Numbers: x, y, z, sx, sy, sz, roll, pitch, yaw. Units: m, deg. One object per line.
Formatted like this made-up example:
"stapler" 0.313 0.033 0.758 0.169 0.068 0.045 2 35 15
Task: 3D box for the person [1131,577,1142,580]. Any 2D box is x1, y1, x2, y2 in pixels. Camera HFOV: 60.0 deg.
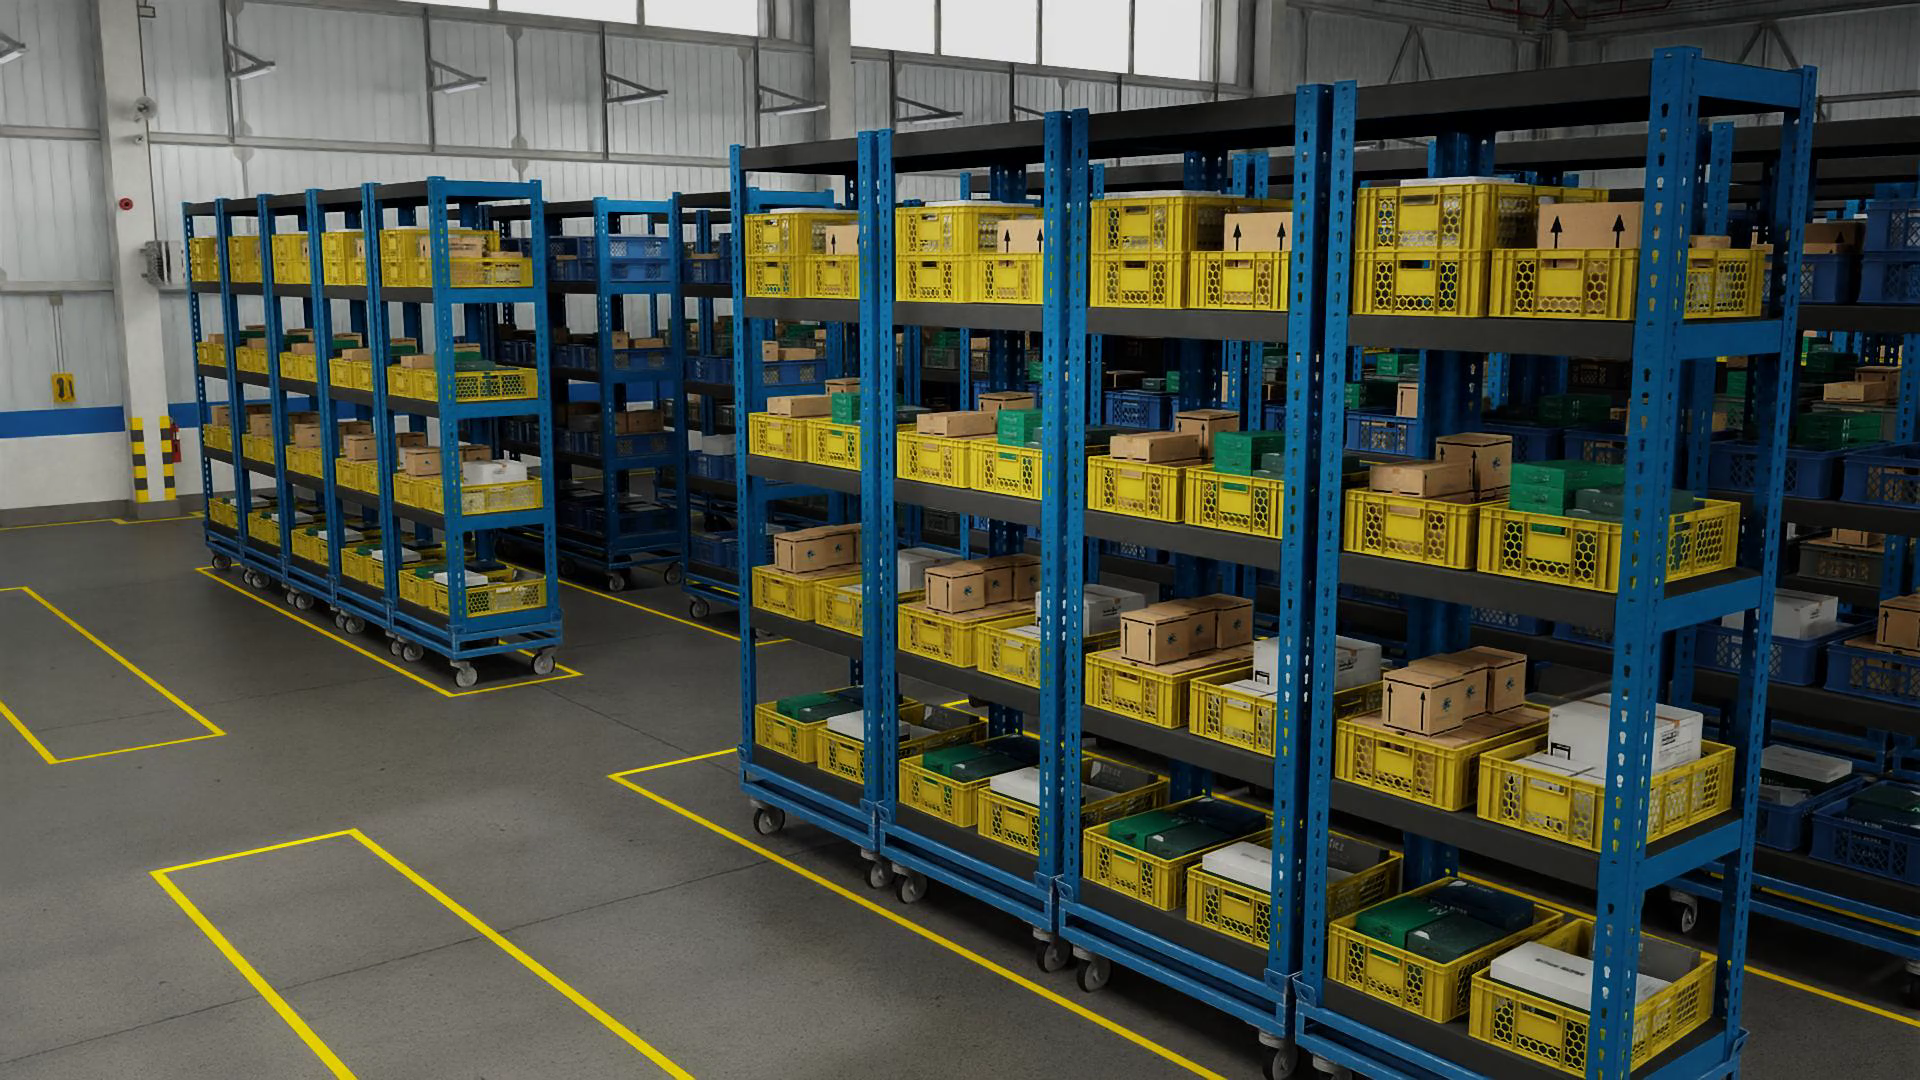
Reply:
"person" 1.760 -0.543 16.023 0.521 1.825 0.570 8 12 39
